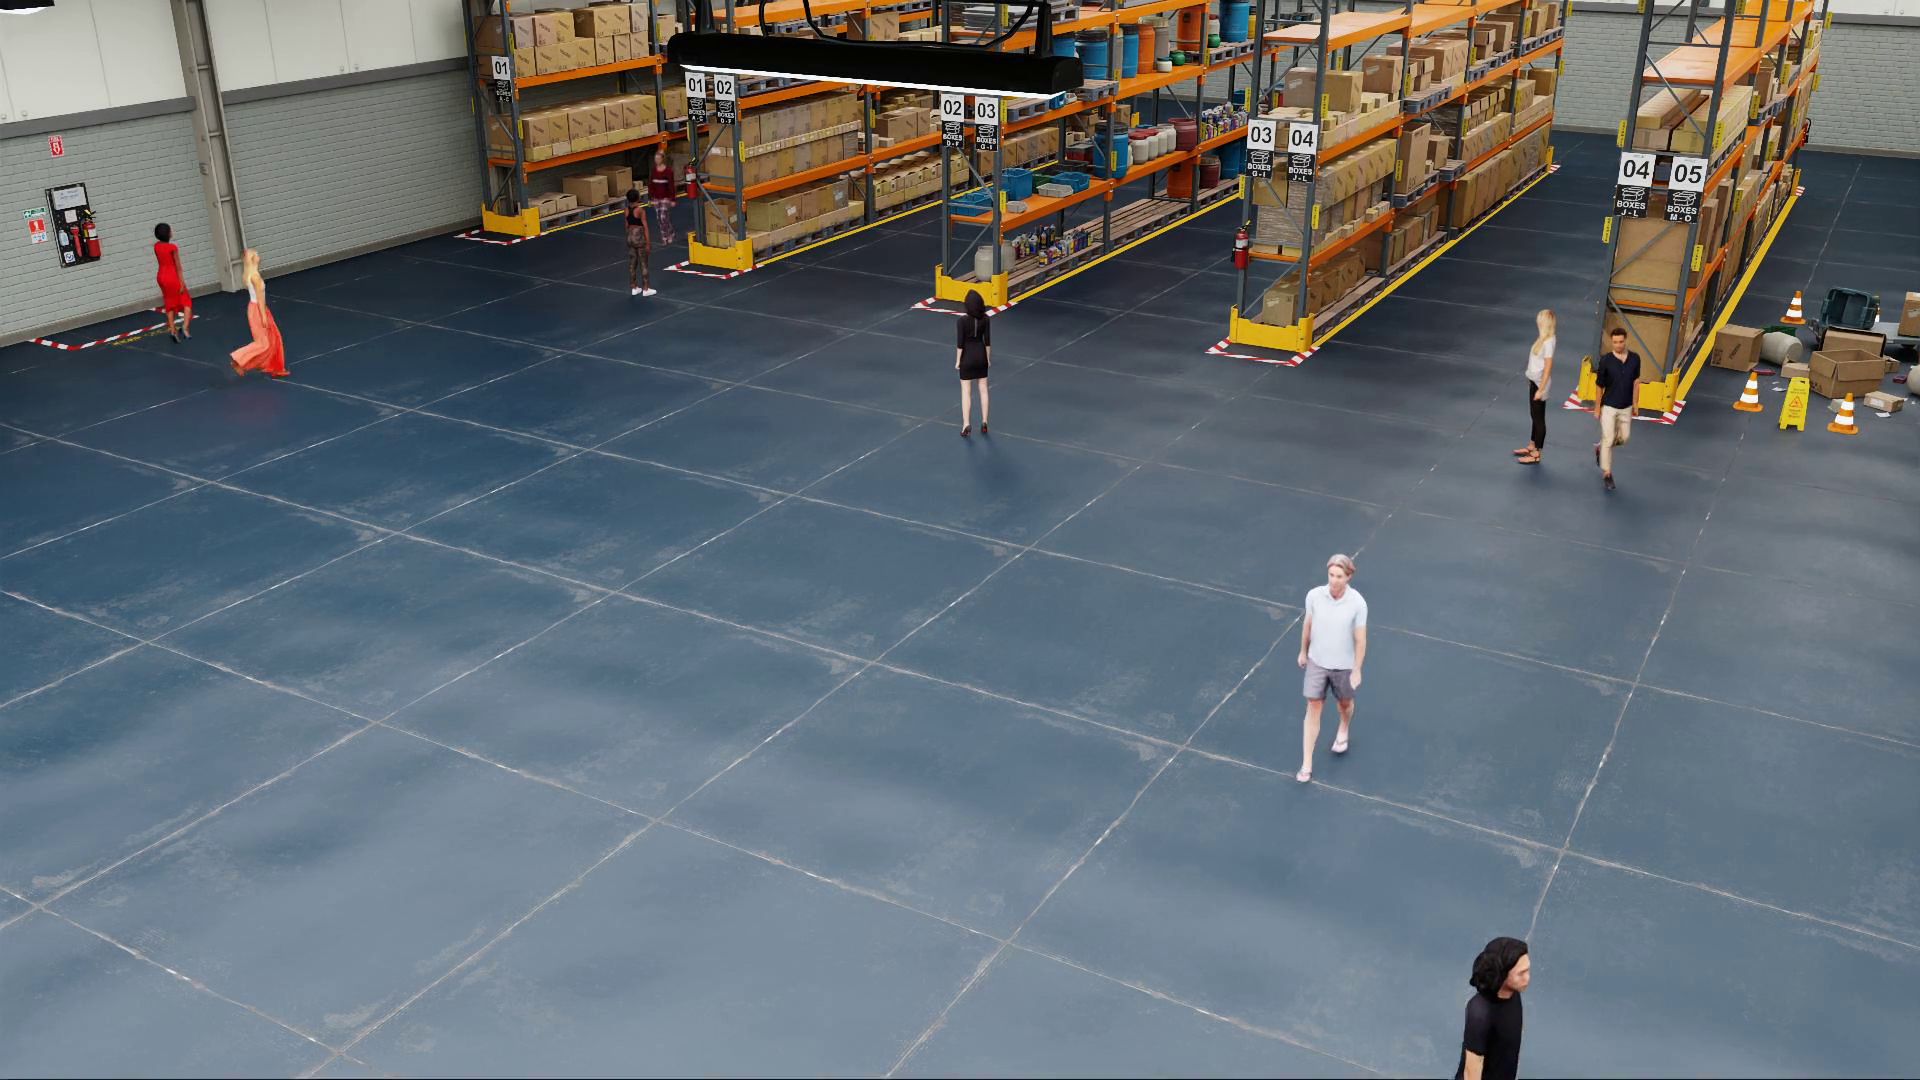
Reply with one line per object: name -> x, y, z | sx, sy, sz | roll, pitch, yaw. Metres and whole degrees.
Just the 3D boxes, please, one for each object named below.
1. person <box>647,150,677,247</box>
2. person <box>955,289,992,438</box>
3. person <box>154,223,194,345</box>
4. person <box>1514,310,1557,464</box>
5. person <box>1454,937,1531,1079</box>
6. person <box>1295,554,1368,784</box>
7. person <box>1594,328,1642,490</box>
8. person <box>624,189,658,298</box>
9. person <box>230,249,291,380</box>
person -> -5.278, -6.098, 29.679 | 0.628, 1.686, 0.617 | 11, 25, 24
person -> 0.164, -2.149, 20.237 | 0.632, 1.807, 0.716 | -8, 24, -19
person -> -11.388, -3.655, 23.873 | 0.677, 1.733, 0.713 | 5, 24, 11
person -> 6.775, -1.801, 19.399 | 0.731, 1.823, 0.583 | 4, 23, 10
person -> 2.650, 2.792, 8.609 | 0.787, 1.814, 0.896 | 18, 29, 36
person -> 2.951, 0.936, 13.008 | 0.752, 1.787, 1.175 | 10, 25, 23
person -> 7.353, -1.522, 18.739 | 0.944, 1.827, 1.056 | -1, 23, -3
person -> -5.145, -4.748, 26.487 | 0.577, 1.700, 0.538 | 12, 26, 25
person -> -9.457, -2.976, 22.211 | 1.075, 1.785, 0.916 | -13, 26, -28
